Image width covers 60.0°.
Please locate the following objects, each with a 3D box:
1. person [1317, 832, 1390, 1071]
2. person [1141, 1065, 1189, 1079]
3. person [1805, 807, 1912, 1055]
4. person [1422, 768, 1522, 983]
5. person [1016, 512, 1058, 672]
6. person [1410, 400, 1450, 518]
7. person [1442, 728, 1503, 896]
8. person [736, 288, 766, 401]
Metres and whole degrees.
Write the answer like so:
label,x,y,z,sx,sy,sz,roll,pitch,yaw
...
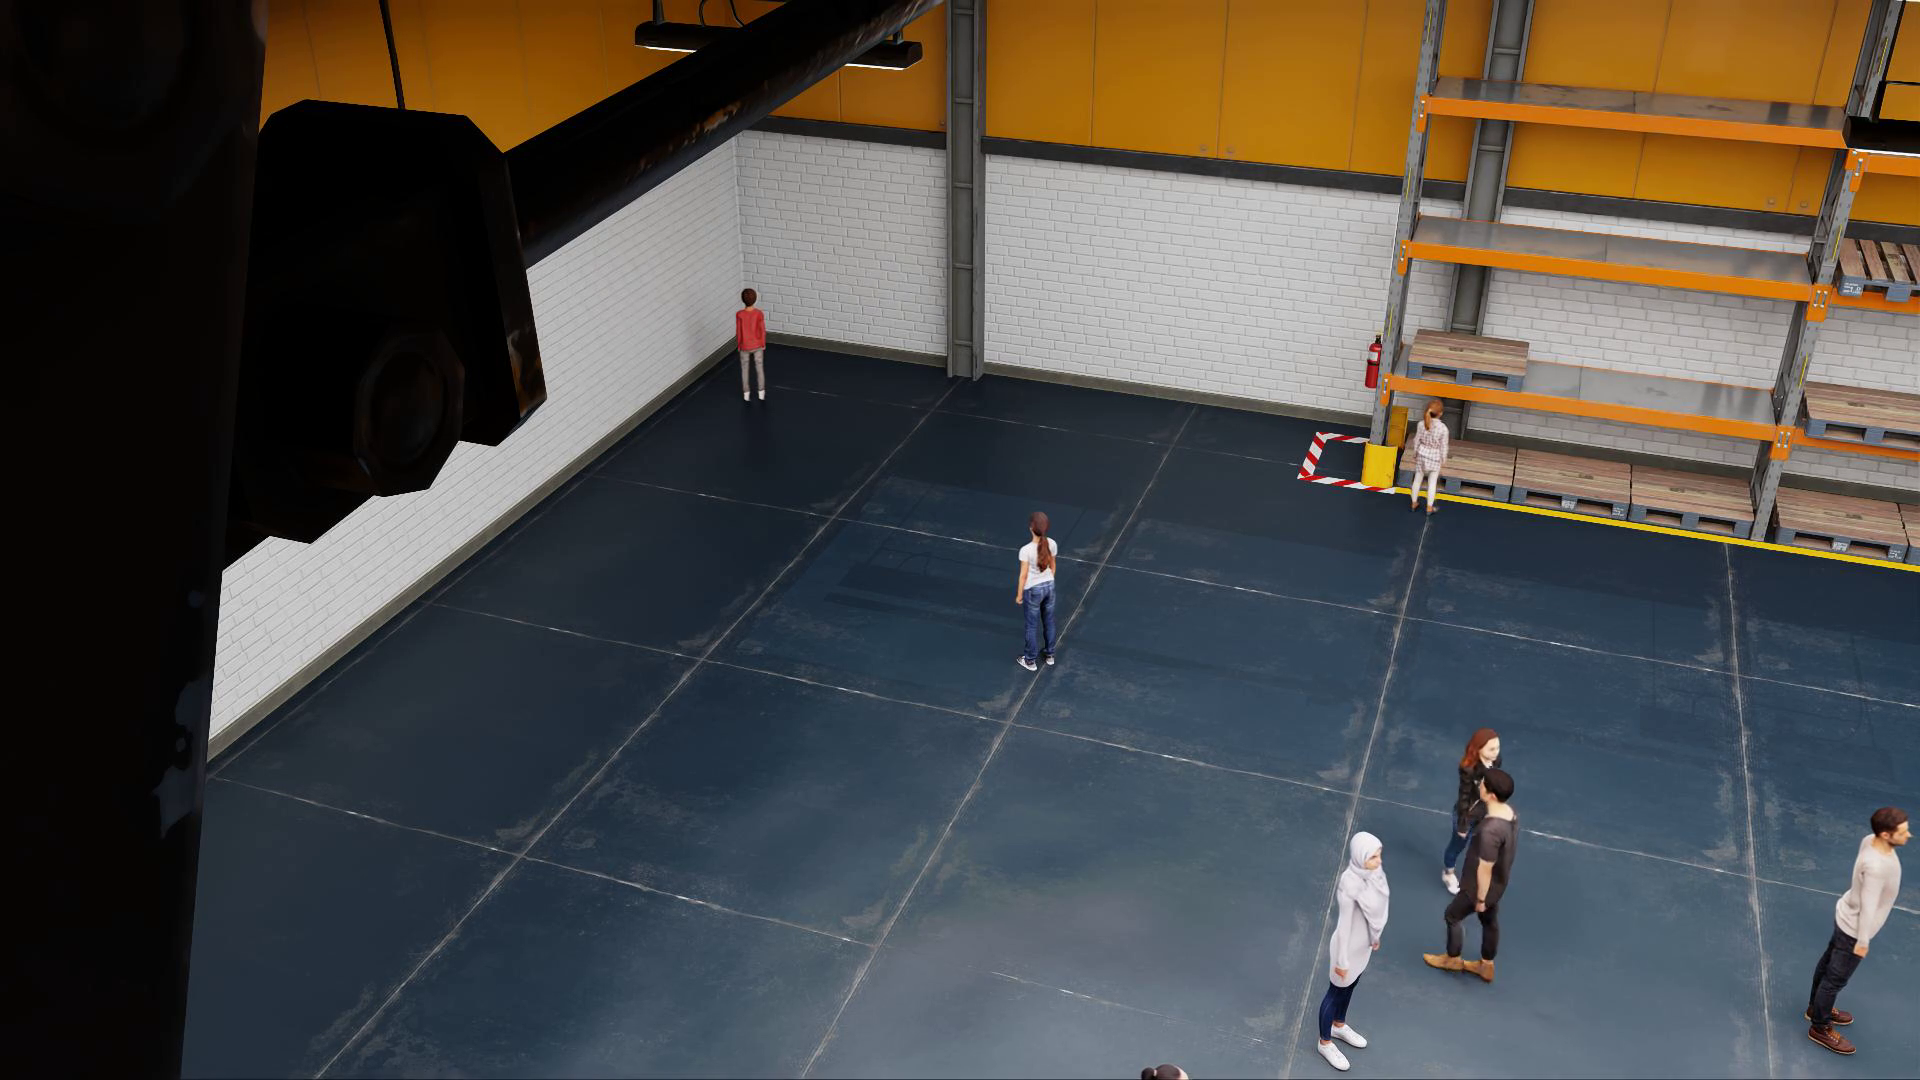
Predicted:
label,x,y,z,sx,sy,sz,roll,pitch,yaw
person,2.536,2.622,10.768,0.654,1.775,0.678,23,36,36
person,1.115,3.537,9.222,0.684,1.650,0.673,-5,29,-9
person,5.864,2.504,10.887,0.588,1.868,0.668,13,31,22
person,3.664,2.341,11.366,0.815,1.696,0.748,23,36,35
person,0.709,0.441,14.988,0.628,1.562,0.687,-13,31,-22
person,4.985,-0.886,17.684,0.533,1.311,0.646,20,35,32
person,3.740,1.970,12.283,0.749,1.469,0.811,-16,33,-27
person,-2.563,-2.397,20.345,0.550,1.415,0.639,-6,29,-12
